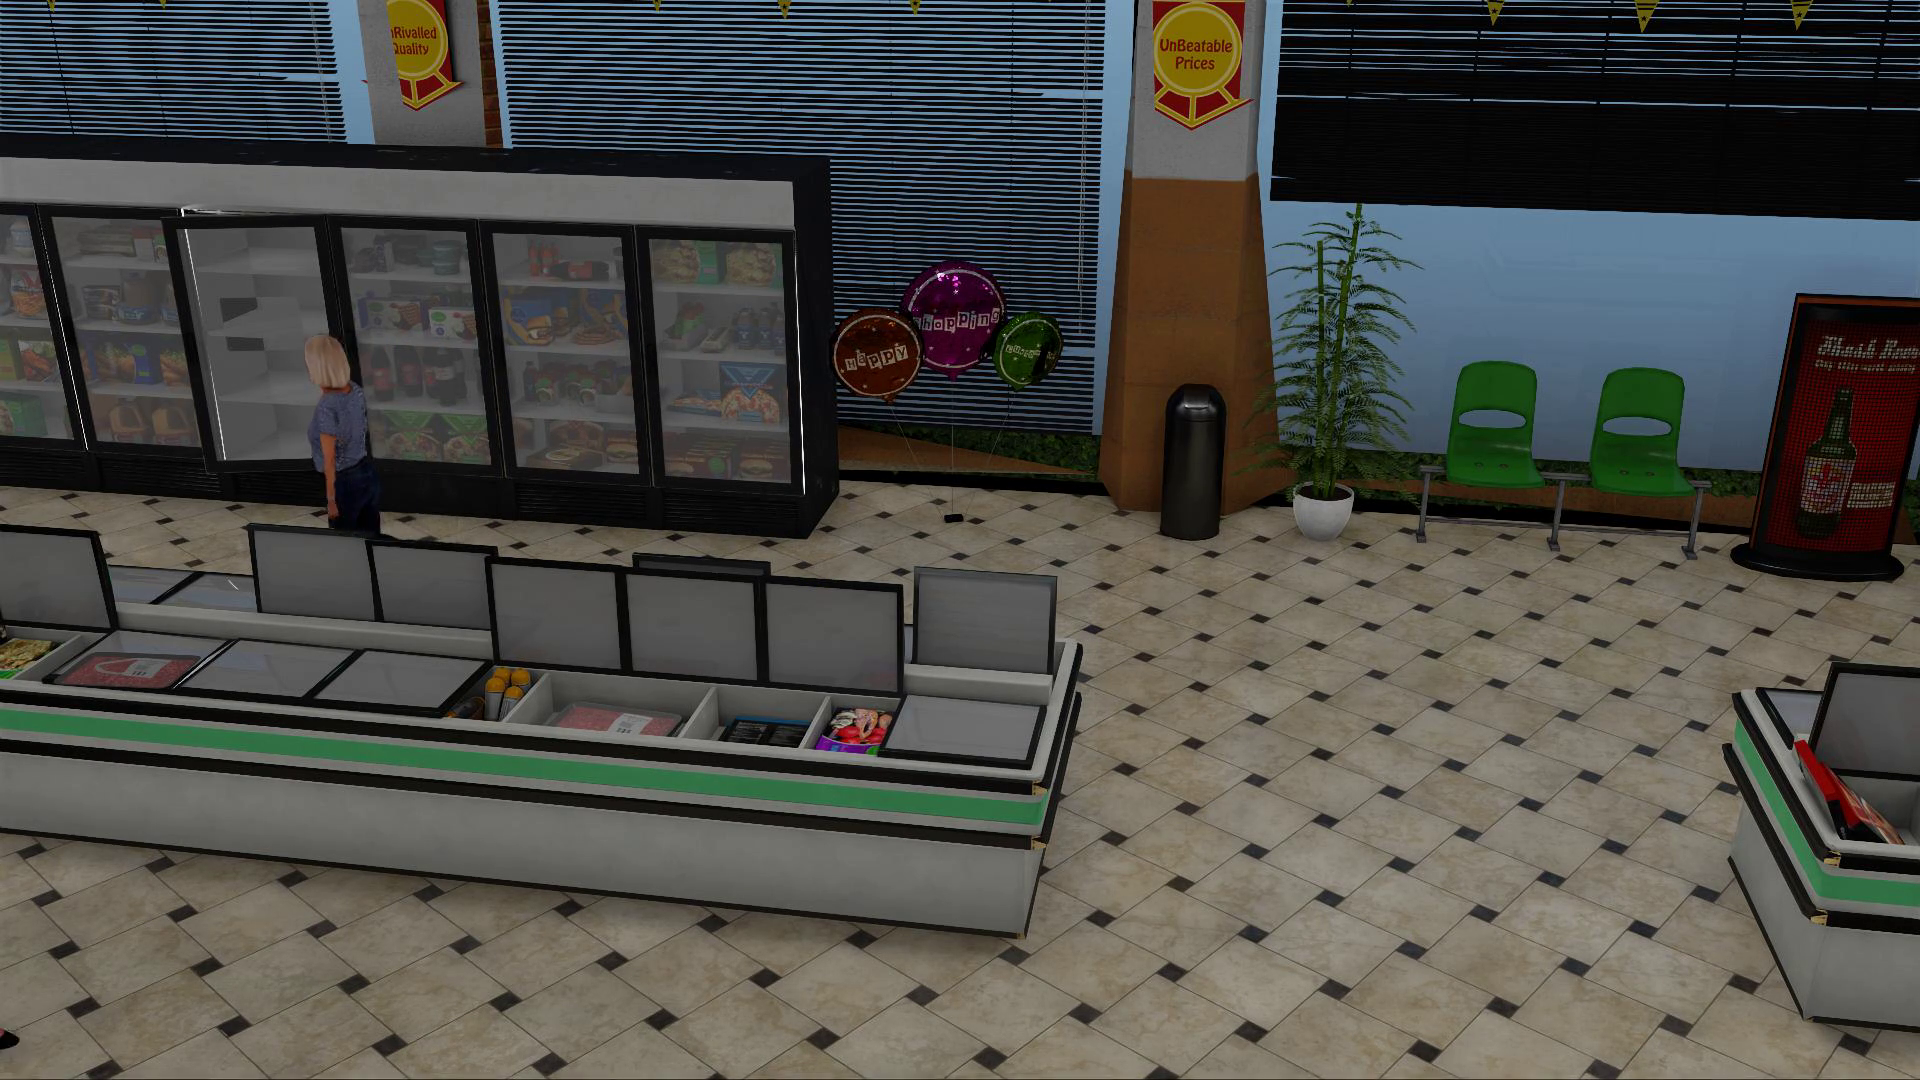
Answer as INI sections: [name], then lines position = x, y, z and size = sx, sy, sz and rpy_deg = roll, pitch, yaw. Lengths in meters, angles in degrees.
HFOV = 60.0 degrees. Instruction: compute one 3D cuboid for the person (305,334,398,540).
[person]
position = -3.277, -0.293, 9.187
size = 0.918, 1.705, 0.611
rpy_deg = 3, 22, 7
